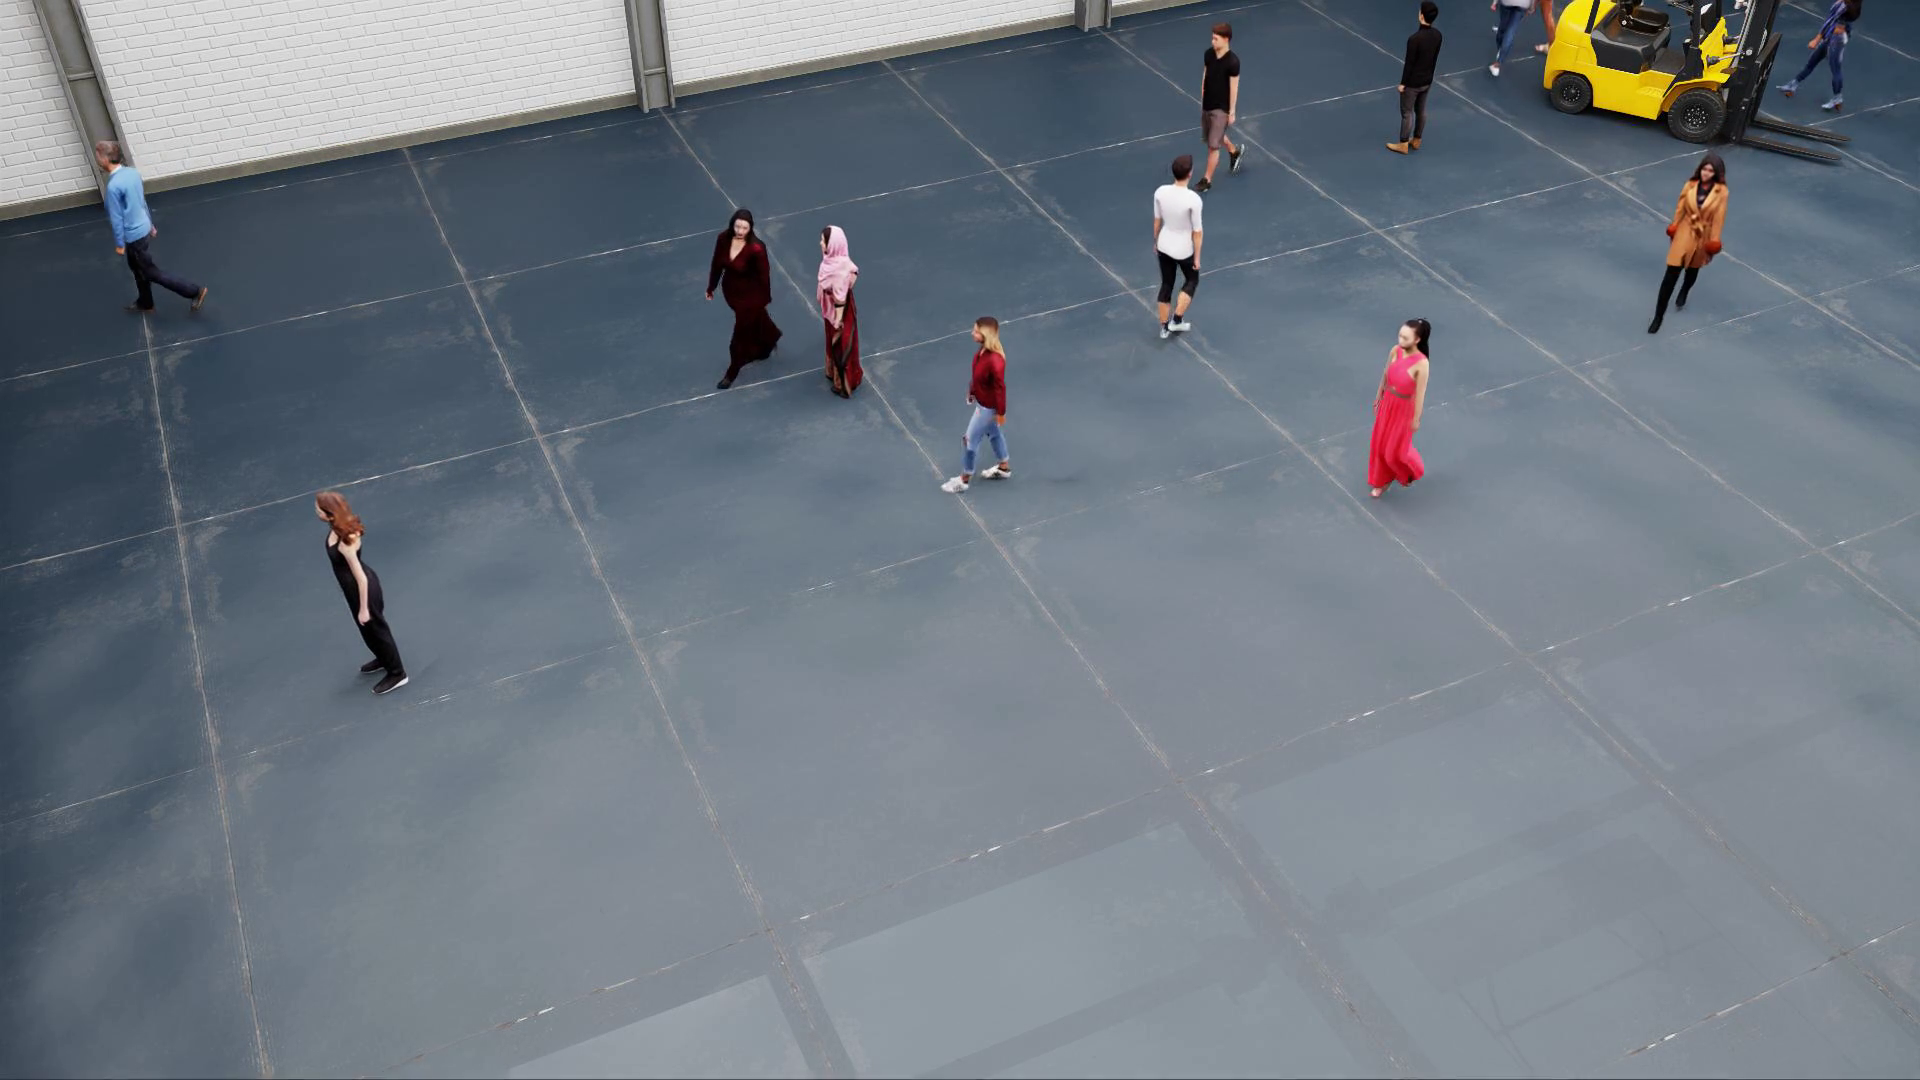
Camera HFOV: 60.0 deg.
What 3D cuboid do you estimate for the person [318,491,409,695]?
[{"bbox_3d":[-4.209,0.342,11.722,0.543,1.743,0.593,-21,43,-24],"label":"person"}]

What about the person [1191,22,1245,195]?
[{"bbox_3d":[2.853,-4.691,17.947,1.148,1.839,0.818,-26,45,-28],"label":"person"}]

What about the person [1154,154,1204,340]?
[{"bbox_3d":[1.968,-2.668,15.411,0.797,1.843,0.809,24,44,27],"label":"person"}]

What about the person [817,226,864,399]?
[{"bbox_3d":[-1.072,-2.069,14.828,0.673,1.634,0.725,-9,39,-11],"label":"person"}]

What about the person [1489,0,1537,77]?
[{"bbox_3d":[6.787,-6.516,20.343,1.036,1.700,1.136,13,41,16],"label":"person"}]

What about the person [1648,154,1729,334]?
[{"bbox_3d":[6.968,-2.844,15.764,1.092,1.678,1.272,22,44,26],"label":"person"}]

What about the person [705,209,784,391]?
[{"bbox_3d":[-1.872,-2.242,14.999,1.023,1.691,1.258,28,46,30],"label":"person"}]

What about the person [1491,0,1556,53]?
[{"bbox_3d":[7.432,-6.932,20.903,1.097,1.652,1.053,15,41,18],"label":"person"}]

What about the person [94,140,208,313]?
[{"bbox_3d":[-7.736,-2.916,15.762,1.212,1.792,0.937,-2,39,-3],"label":"person"}]

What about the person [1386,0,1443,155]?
[{"bbox_3d":[5.138,-5.191,18.666,0.511,1.722,0.725,-21,43,-24],"label":"person"}]

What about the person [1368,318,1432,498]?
[{"bbox_3d":[3.633,-1.072,13.516,0.707,1.713,0.603,-17,42,-20],"label":"person"}]

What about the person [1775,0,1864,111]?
[{"bbox_3d":[10.376,-5.821,19.568,1.053,1.582,1.047,17,42,20],"label":"person"}]

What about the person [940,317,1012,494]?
[{"bbox_3d":[0.305,-1.131,13.673,0.934,1.609,0.735,-7,39,-8],"label":"person"}]
